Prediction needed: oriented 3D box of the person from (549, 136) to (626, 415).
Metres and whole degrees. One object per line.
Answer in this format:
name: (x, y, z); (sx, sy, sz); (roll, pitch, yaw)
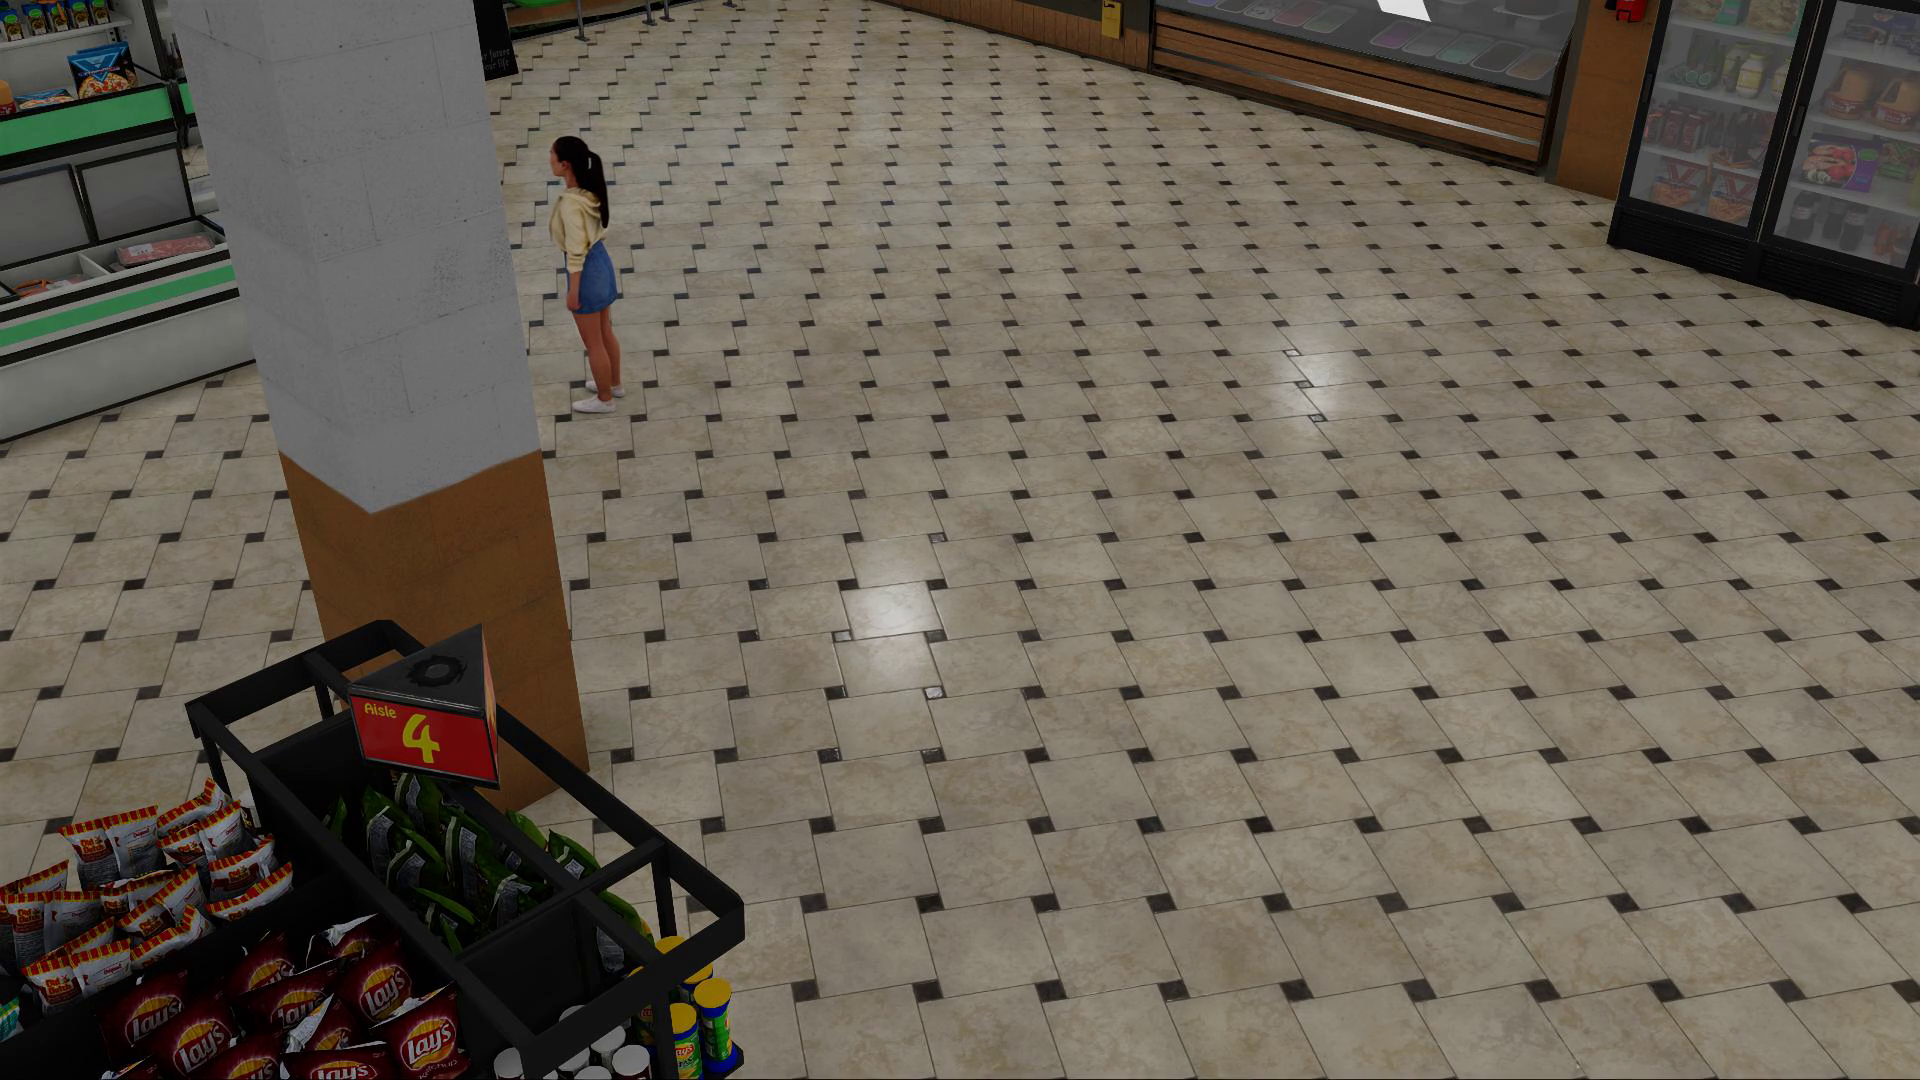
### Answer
person: (-2.114, -1.506, 9.464); (0.787, 1.632, 0.698); (4, 32, 7)
